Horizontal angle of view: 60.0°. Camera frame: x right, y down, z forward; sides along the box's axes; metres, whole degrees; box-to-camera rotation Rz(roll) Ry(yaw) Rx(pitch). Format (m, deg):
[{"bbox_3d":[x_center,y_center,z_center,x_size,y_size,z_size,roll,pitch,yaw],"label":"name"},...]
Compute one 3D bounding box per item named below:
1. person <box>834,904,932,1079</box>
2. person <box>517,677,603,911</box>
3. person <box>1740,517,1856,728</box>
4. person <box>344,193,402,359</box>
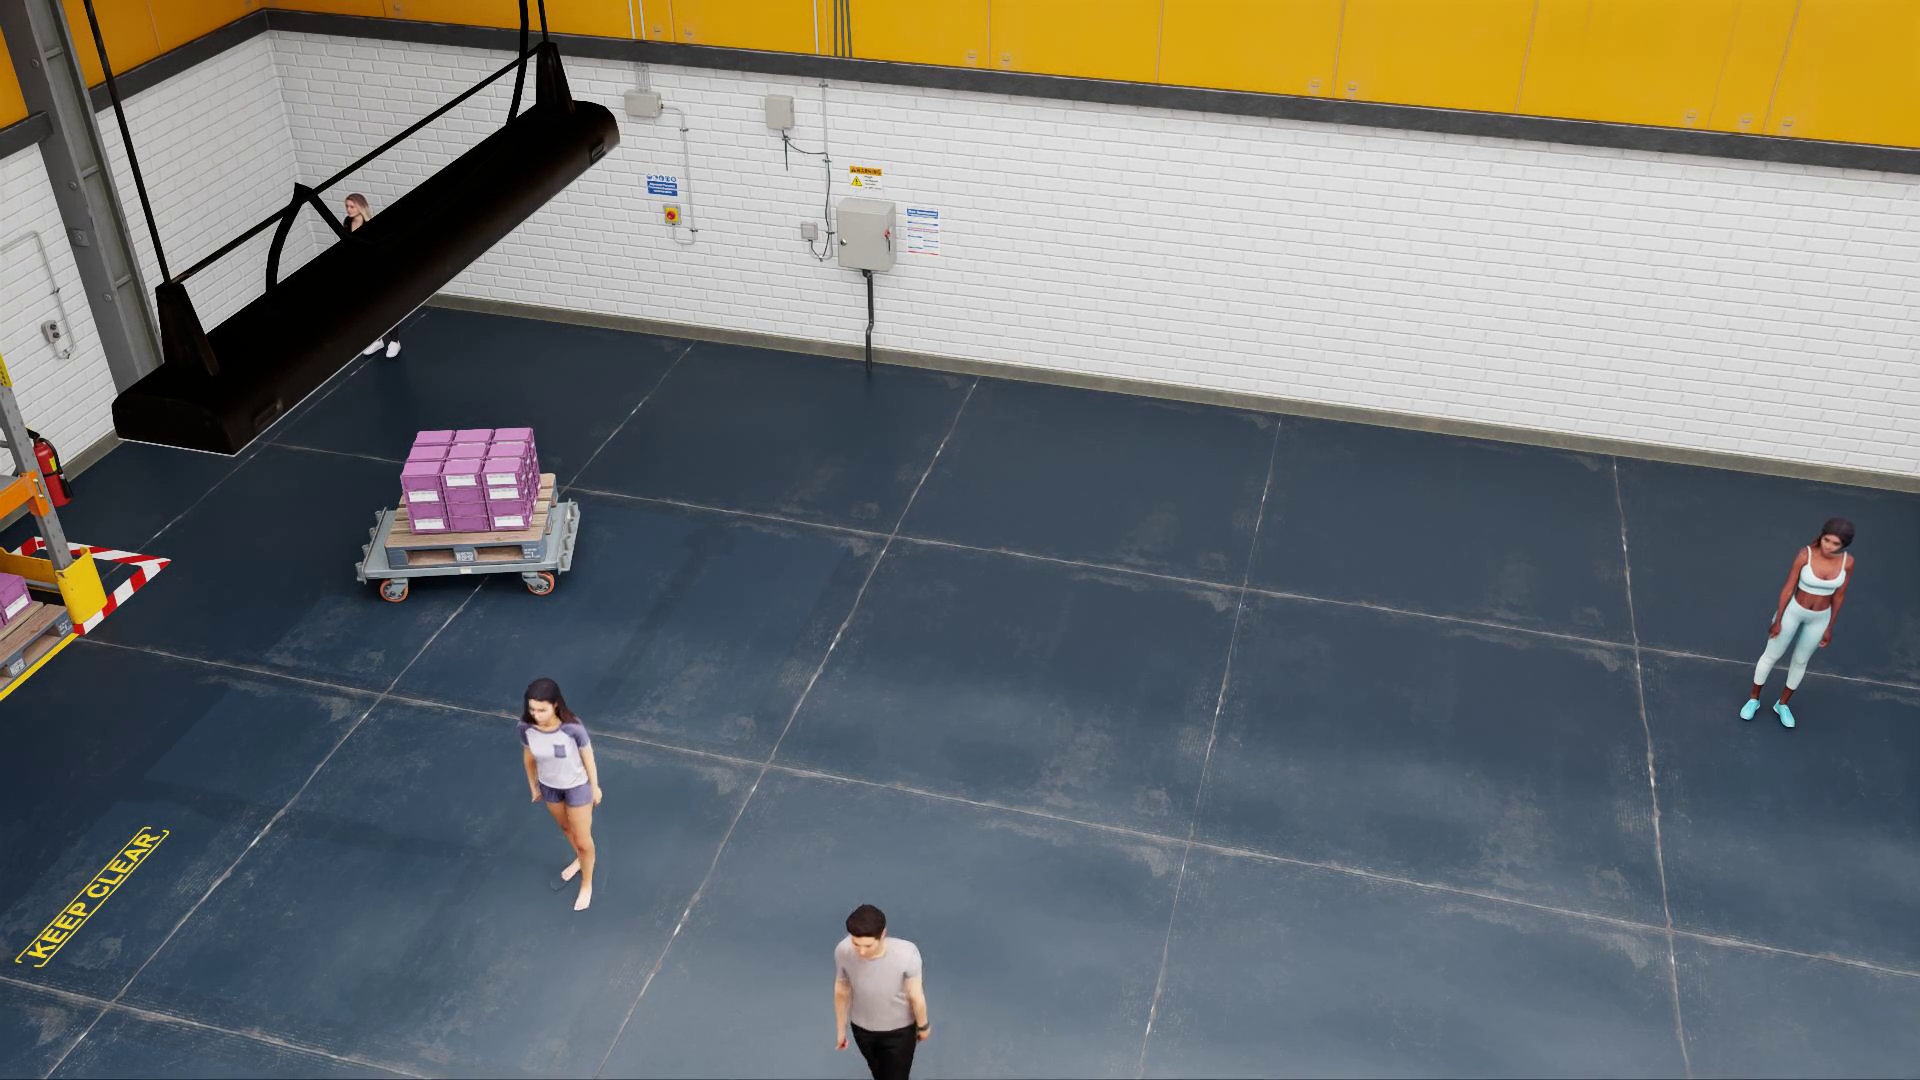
[{"bbox_3d":[-0.370,2.458,8.727,0.648,1.694,0.605,10,35,14],"label":"person"},{"bbox_3d":[-2.398,1.480,10.180,0.624,1.715,0.723,8,34,12],"label":"person"},{"bbox_3d":[5.866,0.553,11.564,0.559,1.726,0.520,10,35,14],"label":"person"},{"bbox_3d":[-5.792,-2.612,16.362,0.600,1.685,0.529,10,35,14],"label":"person"}]
